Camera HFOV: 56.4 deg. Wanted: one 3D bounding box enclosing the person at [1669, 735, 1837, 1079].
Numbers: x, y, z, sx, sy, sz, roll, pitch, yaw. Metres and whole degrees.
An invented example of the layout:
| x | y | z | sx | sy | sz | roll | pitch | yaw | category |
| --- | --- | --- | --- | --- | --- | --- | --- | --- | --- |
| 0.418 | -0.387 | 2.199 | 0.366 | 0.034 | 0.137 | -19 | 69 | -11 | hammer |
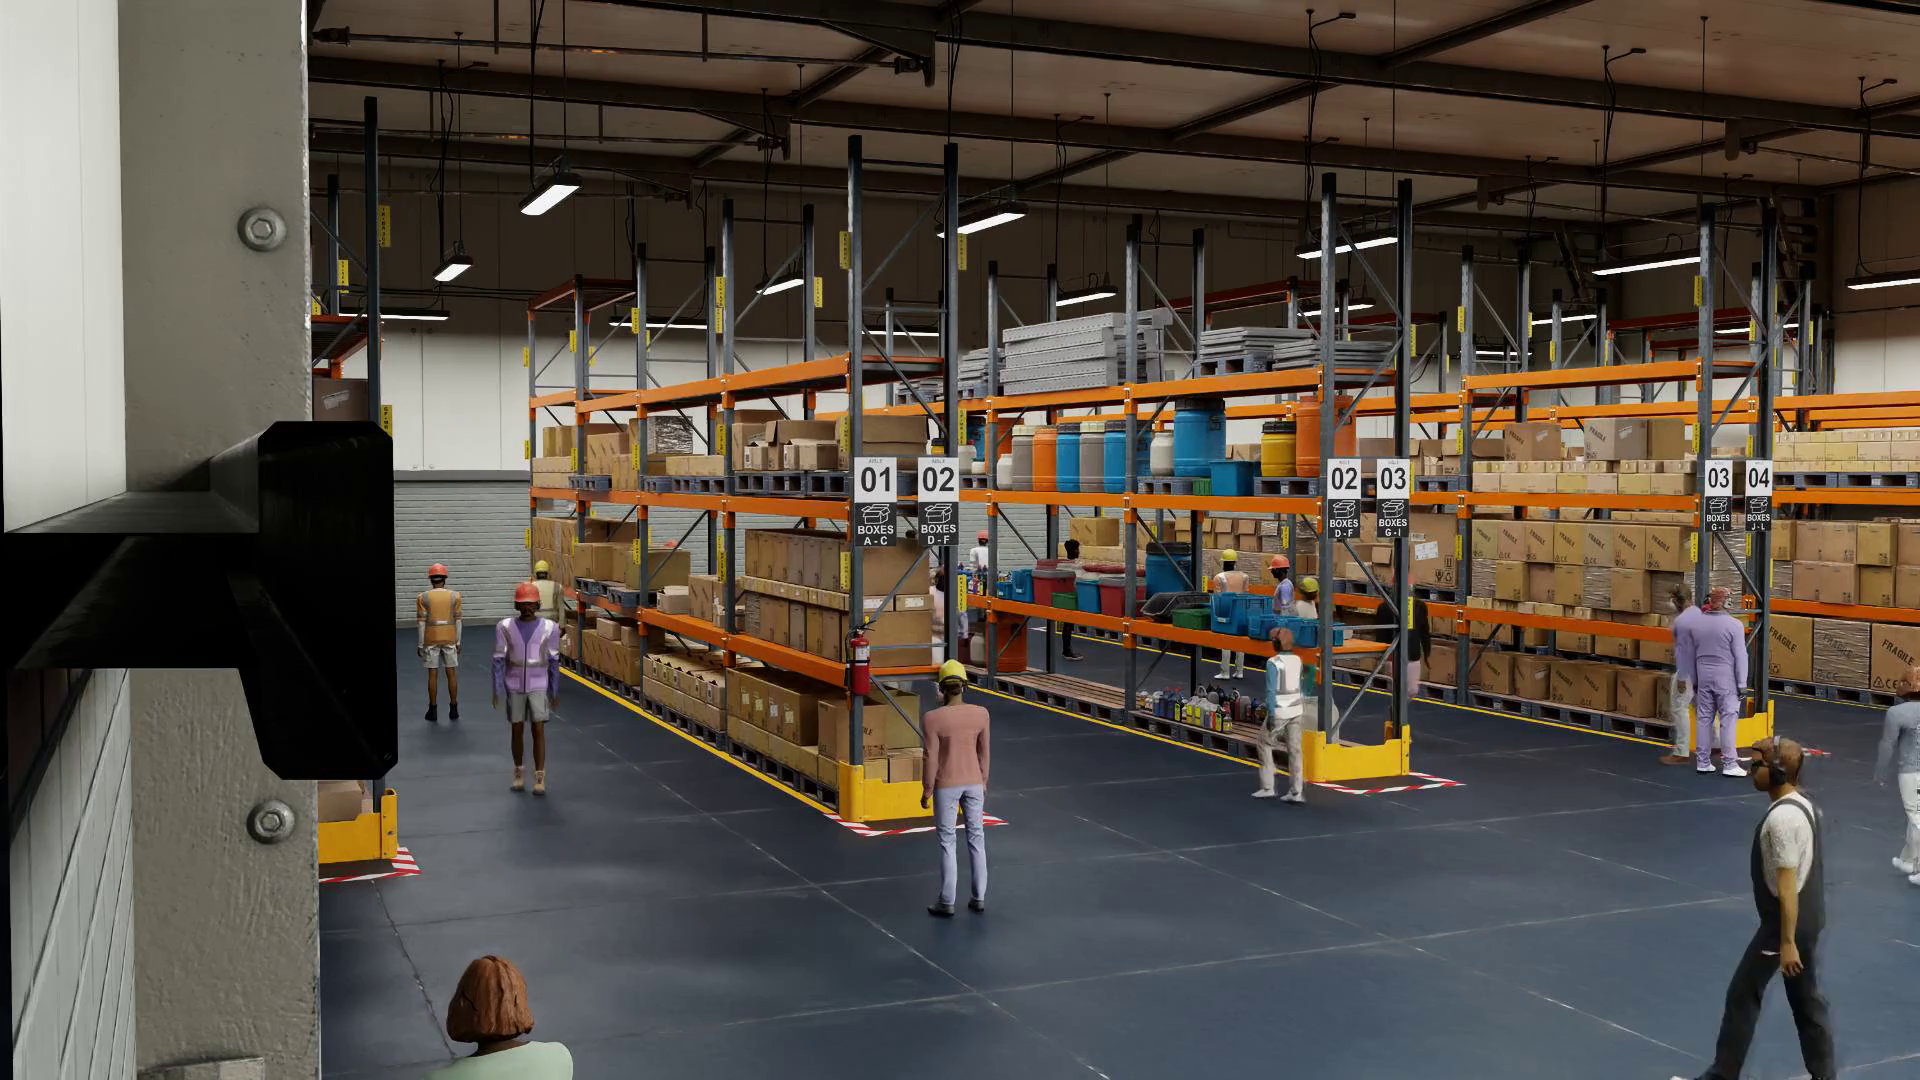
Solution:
| x | y | z | sx | sy | sz | roll | pitch | yaw | category |
| --- | --- | --- | --- | --- | --- | --- | --- | --- | --- |
| 3.789 | 1.834 | 8.540 | 0.852 | 1.814 | 0.551 | 2 | 3 | 38 | person |

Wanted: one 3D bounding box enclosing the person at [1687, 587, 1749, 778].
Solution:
| x | y | z | sx | sy | sz | roll | pitch | yaw | category |
| --- | --- | --- | --- | --- | --- | --- | --- | --- | --- |
| 7.688 | 1.428 | 18.112 | 0.408 | 1.903 | 0.638 | -1 | 3 | -33 | person |

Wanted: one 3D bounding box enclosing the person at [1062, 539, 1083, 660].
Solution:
| x | y | z | sx | sy | sz | roll | pitch | yaw | category |
| --- | --- | --- | --- | --- | --- | --- | --- | --- | --- |
| 1.815 | 0.966 | 29.323 | 0.365 | 1.965 | 0.608 | 0 | 2 | -1 | person |

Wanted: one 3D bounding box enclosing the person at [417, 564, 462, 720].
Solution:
| x | y | z | sx | sy | sz | roll | pitch | yaw | category |
| --- | --- | --- | --- | --- | --- | --- | --- | --- | --- |
| -6.467 | 1.257 | 22.243 | 0.543 | 1.927 | 0.384 | -1 | 2 | -24 | person |

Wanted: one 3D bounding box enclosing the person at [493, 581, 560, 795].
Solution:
| x | y | z | sx | sy | sz | roll | pitch | yaw | category |
| --- | --- | --- | --- | --- | --- | --- | --- | --- | --- |
| -4.159 | 1.406 | 17.186 | 0.619 | 2.041 | 0.514 | 0 | 2 | -8 | person |

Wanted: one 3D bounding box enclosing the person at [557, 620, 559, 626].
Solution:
| x | y | z | sx | sy | sz | roll | pitch | yaw | category |
| --- | --- | --- | --- | --- | --- | --- | --- | --- | --- |
| -7.318 | 0.867 | 31.803 | 0.694 | 1.972 | 0.624 | -1 | 2 | -27 | person |

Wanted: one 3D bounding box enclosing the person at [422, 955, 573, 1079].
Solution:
| x | y | z | sx | sy | sz | roll | pitch | yaw | category |
| --- | --- | --- | --- | --- | --- | --- | --- | --- | --- |
| -1.378 | 2.049 | 5.323 | 0.499 | 1.633 | 0.286 | -2 | 3 | -42 | person |

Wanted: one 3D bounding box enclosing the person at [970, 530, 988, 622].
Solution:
| x | y | z | sx | sy | sz | roll | pitch | yaw | category |
| --- | --- | --- | --- | --- | --- | --- | --- | --- | --- |
| 0.438 | 0.760 | 35.262 | 0.566 | 1.917 | 0.411 | -1 | 2 | -17 | person |

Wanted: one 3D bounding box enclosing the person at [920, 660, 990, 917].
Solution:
| x | y | z | sx | sy | sz | roll | pitch | yaw | category |
| --- | --- | --- | --- | --- | --- | --- | --- | --- | --- |
| -0.036 | 1.714 | 12.435 | 0.524 | 1.764 | 0.329 | -1 | 2 | -26 | person |

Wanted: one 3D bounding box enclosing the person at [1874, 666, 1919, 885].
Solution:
| x | y | z | sx | sy | sz | roll | pitch | yaw | category |
| --- | --- | --- | --- | --- | --- | --- | --- | --- | --- |
| 7.121 | 1.746 | 13.459 | 0.528 | 1.600 | 0.739 | 0 | 2 | -6 | person |

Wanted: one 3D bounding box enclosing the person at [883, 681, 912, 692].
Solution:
| x | y | z | sx | sy | sz | roll | pitch | yaw | category |
| --- | --- | --- | --- | --- | --- | --- | --- | --- | --- |
| -0.743 | 1.388 | 20.411 | 0.598 | 1.812 | 0.749 | -1 | 2 | -21 | person |

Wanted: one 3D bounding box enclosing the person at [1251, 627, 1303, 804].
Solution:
| x | y | z | sx | sy | sz | roll | pitch | yaw | category |
| --- | --- | --- | --- | --- | --- | --- | --- | --- | --- |
| 2.944 | 1.619 | 16.620 | 0.551 | 1.616 | 0.607 | -2 | 3 | -40 | person |

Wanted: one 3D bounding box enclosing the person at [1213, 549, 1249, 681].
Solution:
| x | y | z | sx | sy | sz | roll | pitch | yaw | category |
| --- | --- | --- | --- | --- | --- | --- | --- | --- | --- |
| 3.974 | 1.097 | 26.369 | 0.587 | 1.930 | 0.361 | -1 | 2 | -24 | person |

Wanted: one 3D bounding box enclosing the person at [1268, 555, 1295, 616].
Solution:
| x | y | z | sx | sy | sz | roll | pitch | yaw | category |
| --- | --- | --- | --- | --- | --- | --- | --- | --- | --- |
| 4.405 | 1.170 | 24.563 | 0.382 | 1.930 | 0.540 | 0 | 2 | 10 | person |

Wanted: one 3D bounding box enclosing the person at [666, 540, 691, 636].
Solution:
| x | y | z | sx | sy | sz | roll | pitch | yaw | category |
| --- | --- | --- | --- | --- | --- | --- | --- | --- | --- |
| -4.689 | 0.968 | 29.267 | 0.608 | 1.969 | 0.876 | -1 | 2 | -28 | person |

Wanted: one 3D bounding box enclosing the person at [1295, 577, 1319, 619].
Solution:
| x | y | z | sx | sy | sz | roll | pitch | yaw | category |
| --- | --- | --- | --- | --- | --- | --- | --- | --- | --- |
| 4.366 | 1.330 | 22.869 | 0.593 | 1.726 | 0.539 | 2 | 3 | 37 | person |

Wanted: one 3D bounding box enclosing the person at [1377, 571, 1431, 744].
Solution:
| x | y | z | sx | sy | sz | roll | pitch | yaw | category |
| --- | --- | --- | --- | --- | --- | --- | --- | --- | --- |
| 5.037 | 1.300 | 20.479 | 0.613 | 1.975 | 0.801 | 0 | 2 | -10 | person |

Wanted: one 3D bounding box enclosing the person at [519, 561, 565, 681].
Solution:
| x | y | z | sx | sy | sz | roll | pitch | yaw | category |
| --- | --- | --- | --- | --- | --- | --- | --- | --- | --- |
| -5.988 | 1.192 | 25.630 | 0.625 | 1.785 | 0.902 | -1 | 2 | -20 | person |

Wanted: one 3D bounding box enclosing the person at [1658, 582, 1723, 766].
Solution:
| x | y | z | sx | sy | sz | roll | pitch | yaw | category |
| --- | --- | --- | --- | --- | --- | --- | --- | --- | --- |
| 7.730 | 1.404 | 18.858 | 0.559 | 1.902 | 0.829 | 2 | 3 | 38 | person |

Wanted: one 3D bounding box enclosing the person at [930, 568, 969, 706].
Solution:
| x | y | z | sx | sy | sz | roll | pitch | yaw | category |
| --- | --- | --- | --- | --- | --- | --- | --- | --- | --- |
| -0.196 | 1.271 | 23.559 | 0.654 | 1.789 | 0.945 | -1 | 2 | -18 | person |

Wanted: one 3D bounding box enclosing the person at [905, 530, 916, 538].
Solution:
| x | y | z | sx | sy | sz | roll | pitch | yaw | category |
| --- | --- | --- | --- | --- | --- | --- | --- | --- | --- |
| -0.951 | 0.721 | 37.049 | 0.994 | 1.875 | 0.592 | 1 | 2 | 19 | person |
